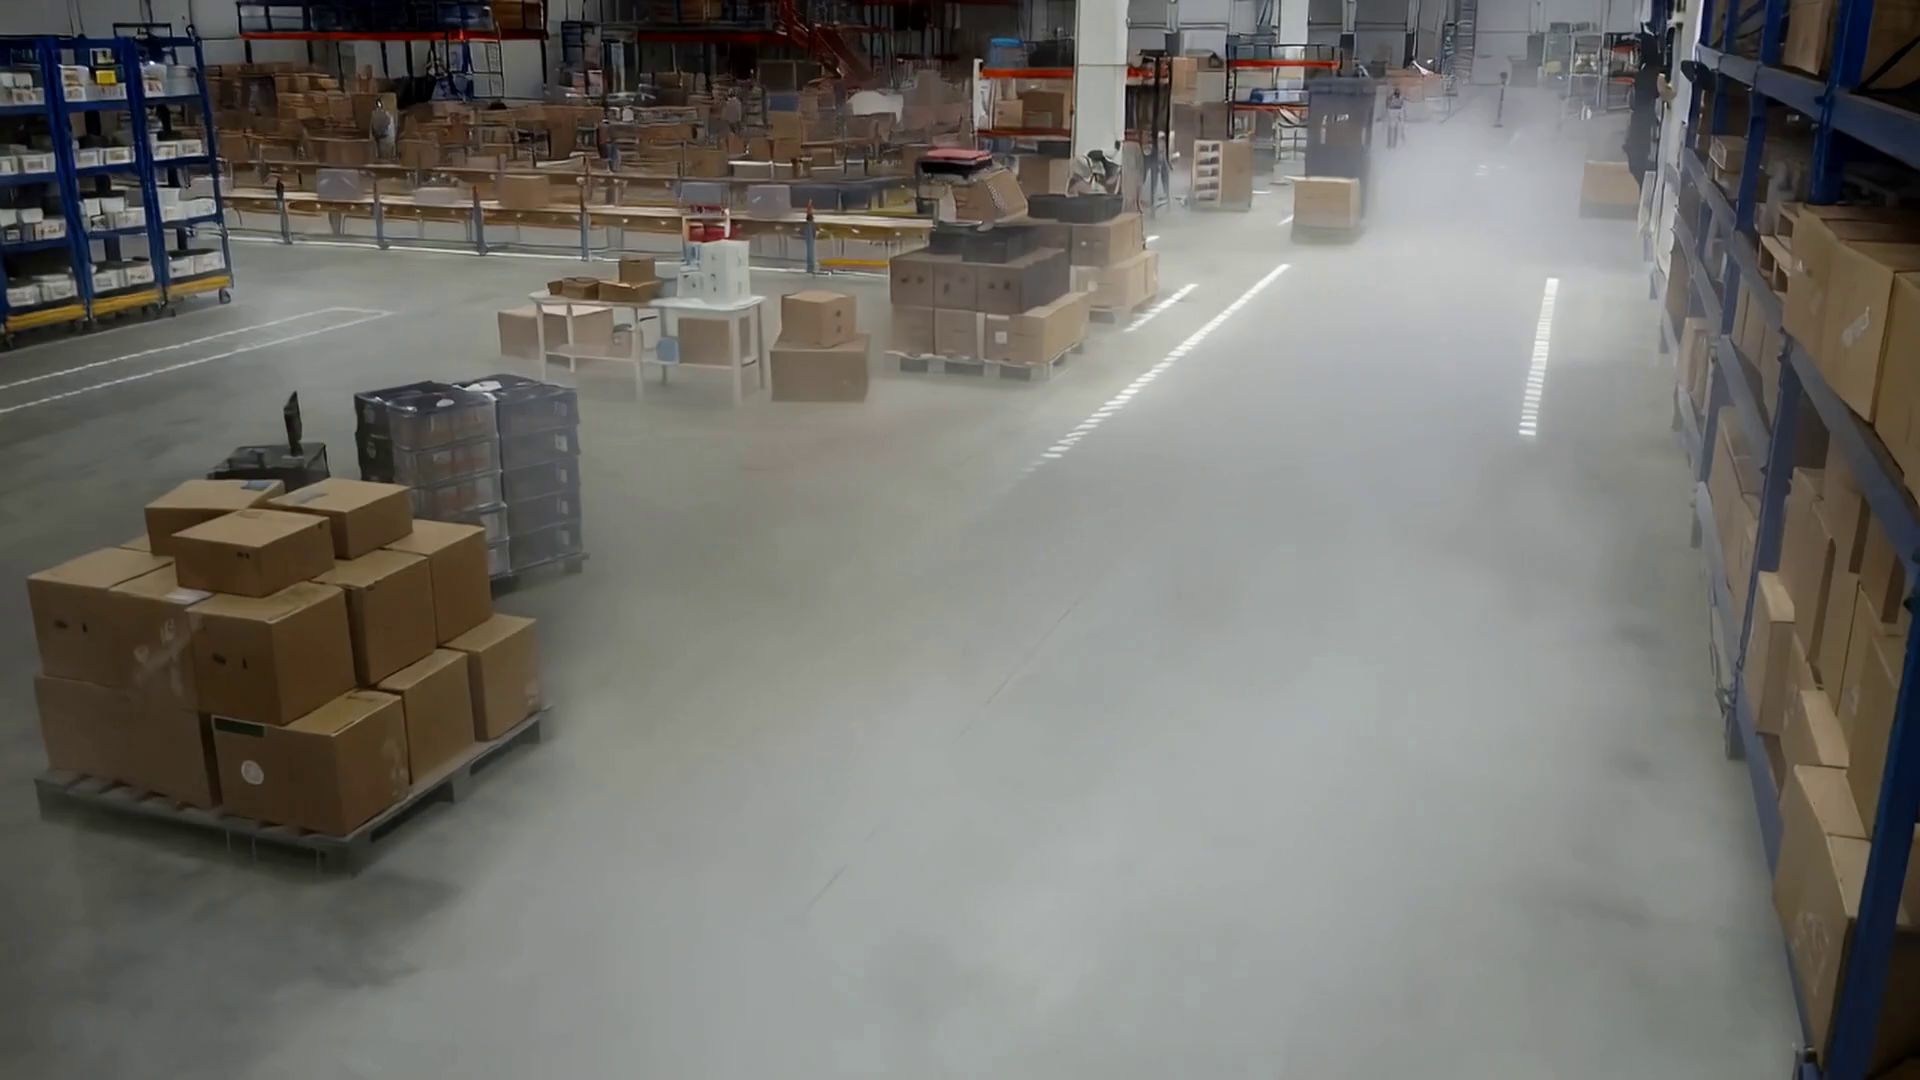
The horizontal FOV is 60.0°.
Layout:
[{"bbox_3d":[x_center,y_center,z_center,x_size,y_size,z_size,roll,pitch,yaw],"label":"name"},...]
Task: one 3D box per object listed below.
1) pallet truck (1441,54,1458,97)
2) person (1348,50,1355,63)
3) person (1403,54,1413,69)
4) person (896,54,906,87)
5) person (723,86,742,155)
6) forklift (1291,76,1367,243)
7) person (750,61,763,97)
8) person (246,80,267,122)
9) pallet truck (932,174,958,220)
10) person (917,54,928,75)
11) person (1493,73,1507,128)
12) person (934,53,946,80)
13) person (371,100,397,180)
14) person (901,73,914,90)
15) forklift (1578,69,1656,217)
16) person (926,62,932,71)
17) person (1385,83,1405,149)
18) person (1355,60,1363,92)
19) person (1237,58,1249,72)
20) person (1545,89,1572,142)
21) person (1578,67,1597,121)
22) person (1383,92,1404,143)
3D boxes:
[{"bbox_3d":[22.765,-21.886,78.355,0.823,1.965,1.885,-4,18,-14],"label":"pallet truck"},{"bbox_3d":[21.603,-26.094,91.830,0.429,1.843,0.633,-1,18,-3],"label":"person"},{"bbox_3d":[21.657,-22.554,80.570,0.388,1.927,0.589,-12,21,-32],"label":"person"},{"bbox_3d":[-2.931,-23.188,82.702,0.506,1.843,0.346,-4,18,-11],"label":"person"},{"bbox_3d":[-6.427,-11.771,46.706,0.562,1.916,0.519,13,22,36],"label":"person"},{"bbox_3d":[6.598,-6.755,29.381,1.129,2.768,1.873,6,19,19],"label":"forklift"},{"bbox_3d":[-8.559,-19.168,69.999,0.572,1.886,0.355,-7,19,-21],"label":"person"},{"bbox_3d":[-20.694,-12.519,48.963,0.621,1.989,1.074,11,20,30],"label":"person"},{"bbox_3d":[-0.507,-5.292,27.348,0.653,1.274,1.630,6,19,19],"label":"pallet truck"},{"bbox_3d":[-1.891,-23.359,83.205,0.583,1.871,0.508,5,18,15],"label":"person"},{"bbox_3d":[18.774,-15.244,57.698,0.318,1.868,0.531,0,18,1],"label":"person"},{"bbox_3d":[-1.010,-23.402,83.256,0.599,1.905,0.534,4,18,13],"label":"person"},{"bbox_3d":[-13.841,-9.587,39.887,0.644,1.899,0.396,6,19,19],"label":"person"},{"bbox_3d":[-1.870,-15.364,58.128,0.404,1.834,0.591,17,24,42],"label":"person"},{"bbox_3d":[13.219,-7.740,32.475,1.873,2.768,1.129,6,19,18],"label":"forklift"},{"bbox_3d":[-1.220,-18.302,67.186,0.625,1.938,1.027,-5,18,-17],"label":"person"},{"bbox_3d":[12.792,-12.467,48.939,0.565,1.882,0.975,5,18,16],"label":"person"},{"bbox_3d":[16.706,-19.167,69.910,0.356,1.938,0.544,8,19,23],"label":"person"},{"bbox_3d":[12.615,-20.794,74.855,0.689,2.000,0.537,13,22,34],"label":"person"},{"bbox_3d":[18.691,-13.191,51.684,0.878,1.591,0.543,10,20,30],"label":"person"},{"bbox_3d":[23.101,-16.424,61.271,0.604,1.956,0.398,6,19,19],"label":"person"},{"bbox_3d":[13.378,-13.025,51.173,0.555,1.586,0.766,-16,24,-41],"label":"person"}]
